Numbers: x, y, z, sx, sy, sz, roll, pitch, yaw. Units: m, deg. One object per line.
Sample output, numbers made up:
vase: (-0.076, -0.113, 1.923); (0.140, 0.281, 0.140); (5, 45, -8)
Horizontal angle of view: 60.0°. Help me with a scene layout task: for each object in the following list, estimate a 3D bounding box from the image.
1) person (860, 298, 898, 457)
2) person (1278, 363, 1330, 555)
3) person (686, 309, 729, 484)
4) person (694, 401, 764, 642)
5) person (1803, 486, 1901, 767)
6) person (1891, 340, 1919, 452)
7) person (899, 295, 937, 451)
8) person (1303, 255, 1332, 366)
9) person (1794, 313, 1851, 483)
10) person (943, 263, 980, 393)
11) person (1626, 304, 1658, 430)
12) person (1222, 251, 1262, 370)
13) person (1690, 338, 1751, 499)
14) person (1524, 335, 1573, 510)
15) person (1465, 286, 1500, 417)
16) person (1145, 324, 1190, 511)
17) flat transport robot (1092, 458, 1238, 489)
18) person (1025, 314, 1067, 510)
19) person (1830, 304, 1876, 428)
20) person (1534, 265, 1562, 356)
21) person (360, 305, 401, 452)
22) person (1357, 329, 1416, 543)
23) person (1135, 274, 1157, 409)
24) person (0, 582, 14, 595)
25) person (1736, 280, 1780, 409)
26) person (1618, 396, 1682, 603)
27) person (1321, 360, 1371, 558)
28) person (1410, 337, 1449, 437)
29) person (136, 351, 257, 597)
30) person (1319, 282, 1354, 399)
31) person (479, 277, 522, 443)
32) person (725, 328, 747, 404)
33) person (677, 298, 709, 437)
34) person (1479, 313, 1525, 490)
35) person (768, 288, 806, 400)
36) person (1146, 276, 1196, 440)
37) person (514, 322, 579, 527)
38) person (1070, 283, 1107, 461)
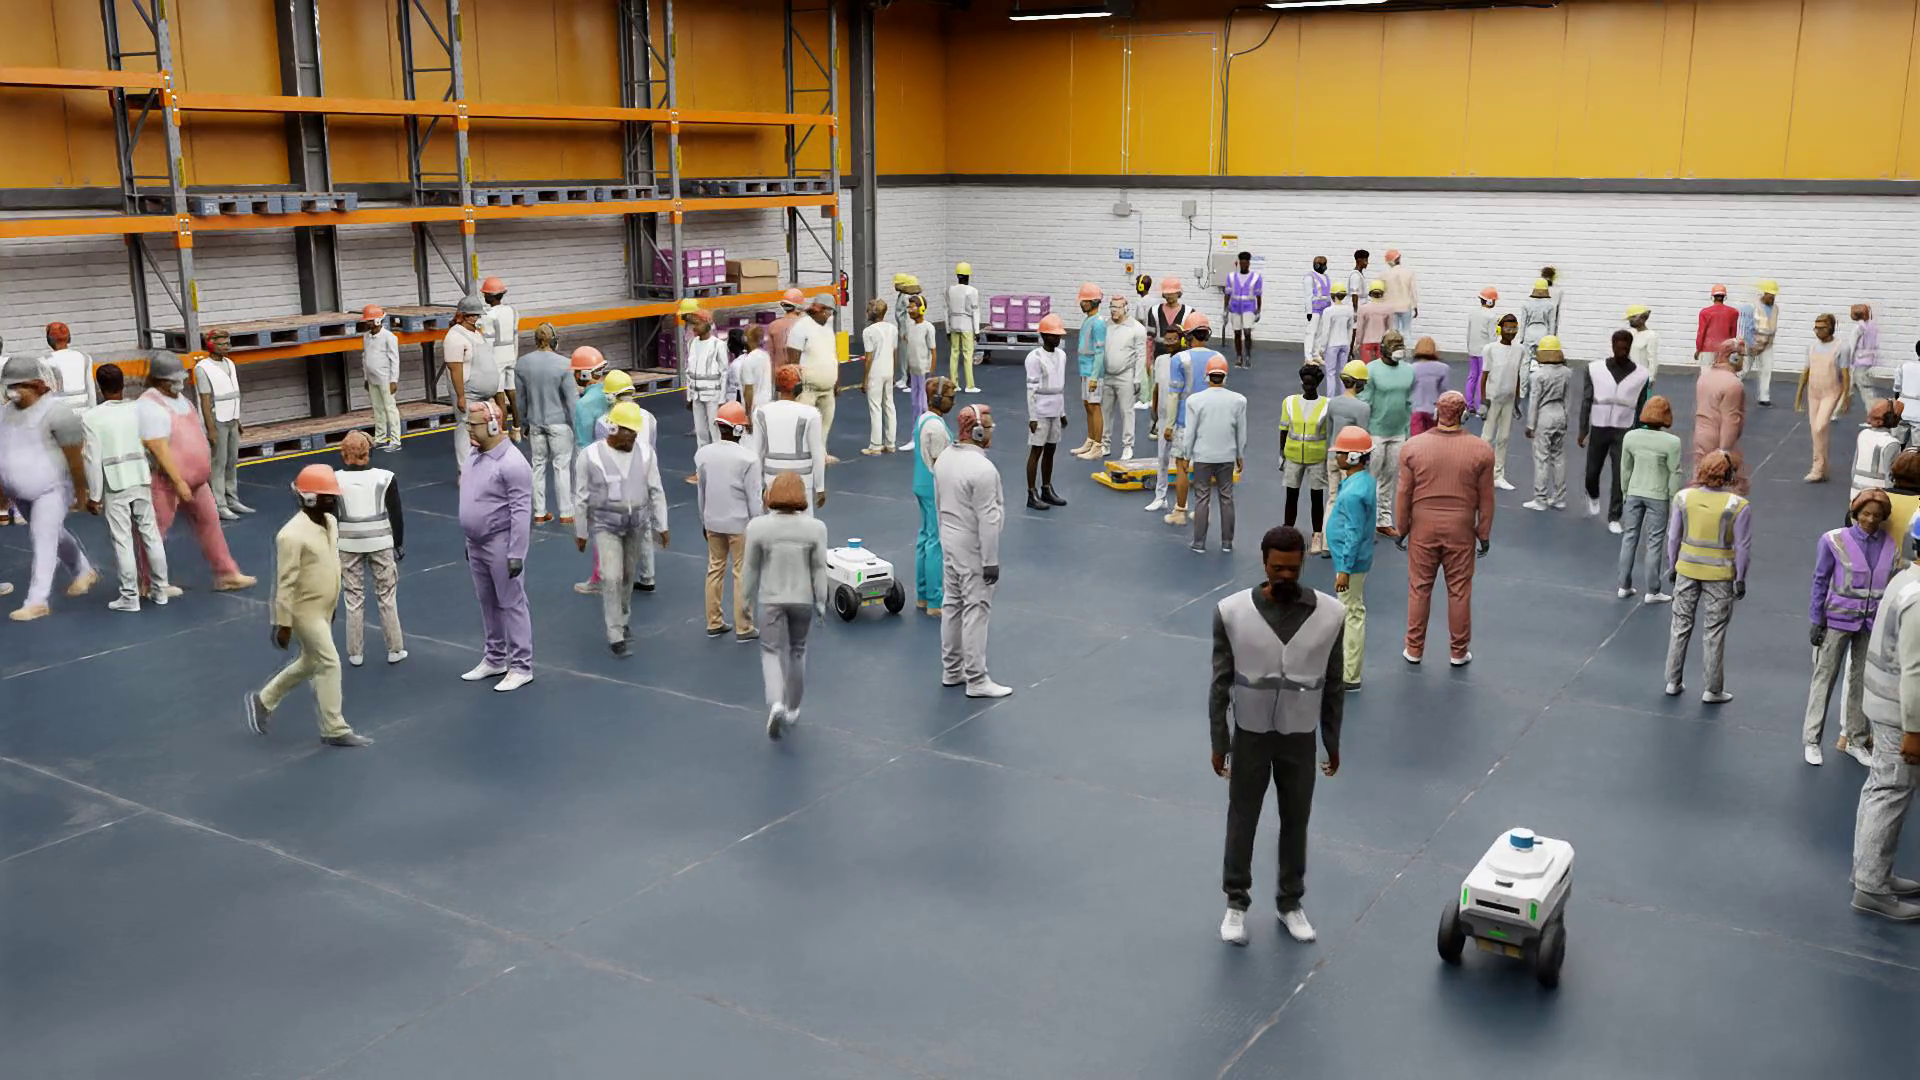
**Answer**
person: (-0.948, -1.900, 19.477); (0.342, 1.846, 0.508); (13, 18, 43)
person: (3.057, -0.715, 14.665); (0.533, 1.695, 0.319); (6, 14, 24)
person: (-2.700, -1.511, 17.704); (0.587, 1.882, 0.341); (10, 16, 38)
person: (-1.646, -0.137, 12.052); (0.567, 1.743, 0.351); (7, 15, 29)
person: (5.129, 0.495, 9.541); (0.520, 1.639, 0.307); (1, 13, 4)
person: (9.765, -1.248, 16.995); (0.319, 1.688, 0.539); (-6, 14, -24)
person: (-0.479, -1.952, 19.648); (0.335, 1.873, 0.520); (-9, 16, -35)
person: (6.001, -3.836, 27.882); (0.429, 1.845, 0.627); (12, 17, 42)
person: (9.209, -1.517, 17.864); (0.641, 1.821, 0.534); (-6, 14, -26)
person: (0.039, -3.141, 24.677); (0.585, 1.929, 0.371); (7, 15, 29)
person: (8.212, -1.954, 19.957); (0.419, 1.744, 0.662); (-4, 13, -15)
person: (4.634, -3.781, 27.432); (0.610, 1.937, 0.758); (5, 14, 22)
person: (6.842, -0.852, 14.836); (0.641, 1.884, 0.668); (-1, 13, -4)
person: (5.832, -1.167, 16.543); (0.488, 1.731, 0.343); (-6, 14, -25)
person: (7.085, -2.549, 22.490); (0.342, 1.749, 0.573); (-4, 14, -18)
person: (2.087, -1.188, 16.334); (0.513, 1.872, 0.328); (9, 16, 34)
flat transport robot: (2.200, -0.733, 17.864); (1.431, 0.197, 0.652); (-4, 14, -17)
person: (0.885, -1.276, 16.565); (0.376, 1.939, 0.547); (12, 17, 41)
person: (11.695, -2.278, 21.671); (0.527, 1.582, 0.846); (-11, 17, -40)
person: (9.041, -3.293, 25.546); (0.521, 1.841, 0.610); (-4, 14, -19)
person: (-6.914, -1.924, 19.798); (0.573, 1.742, 0.335); (8, 15, 31)
person: (3.868, -0.947, 15.137); (0.629, 1.940, 0.378); (-6, 14, -26)
person: (2.557, -2.759, 23.151); (0.323, 1.871, 0.519); (8, 15, 30)
person: (-7.925, -0.523, 13.180); (0.623, 1.989, 0.391); (3, 13, 12)
person: (11.171, -2.769, 23.370); (0.585, 1.790, 0.825); (-3, 13, -14)
person: (5.426, -0.320, 13.089); (0.287, 1.633, 0.499); (-10, 16, -37)
person: (3.353, -0.670, 14.342); (0.339, 1.761, 0.529); (-6, 14, -25)
person: (4.868, -1.352, 17.619); (0.513, 1.599, 0.730); (0, 13, 2)
person: (-6.116, -0.533, 13.119); (0.965, 2.000, 0.701); (1, 13, 5)
person: (5.207, -2.686, 23.061); (0.533, 1.768, 0.310); (-7, 15, -28)
person: (-5.586, -2.157, 20.148); (0.370, 2.048, 0.605); (6, 14, 23)
person: (-2.311, -1.392, 17.594); (0.321, 1.697, 0.530); (1, 13, 3)
person: (-3.311, -2.130, 20.670); (0.362, 1.746, 0.553); (-2, 13, -10)
person: (5.680, -1.438, 17.429); (0.520, 1.868, 0.335); (-4, 14, -17)
person: (-1.900, -1.876, 19.042); (0.619, 1.994, 0.381); (6, 14, 25)
person: (2.582, -2.222, 20.444); (0.614, 2.038, 0.396); (4, 13, 15)
person: (-3.881, -1.085, 15.735); (0.635, 1.937, 0.354); (4, 13, 15)
person: (1.500, -1.943, 19.226); (0.369, 2.045, 0.608); (-2, 13, -9)
